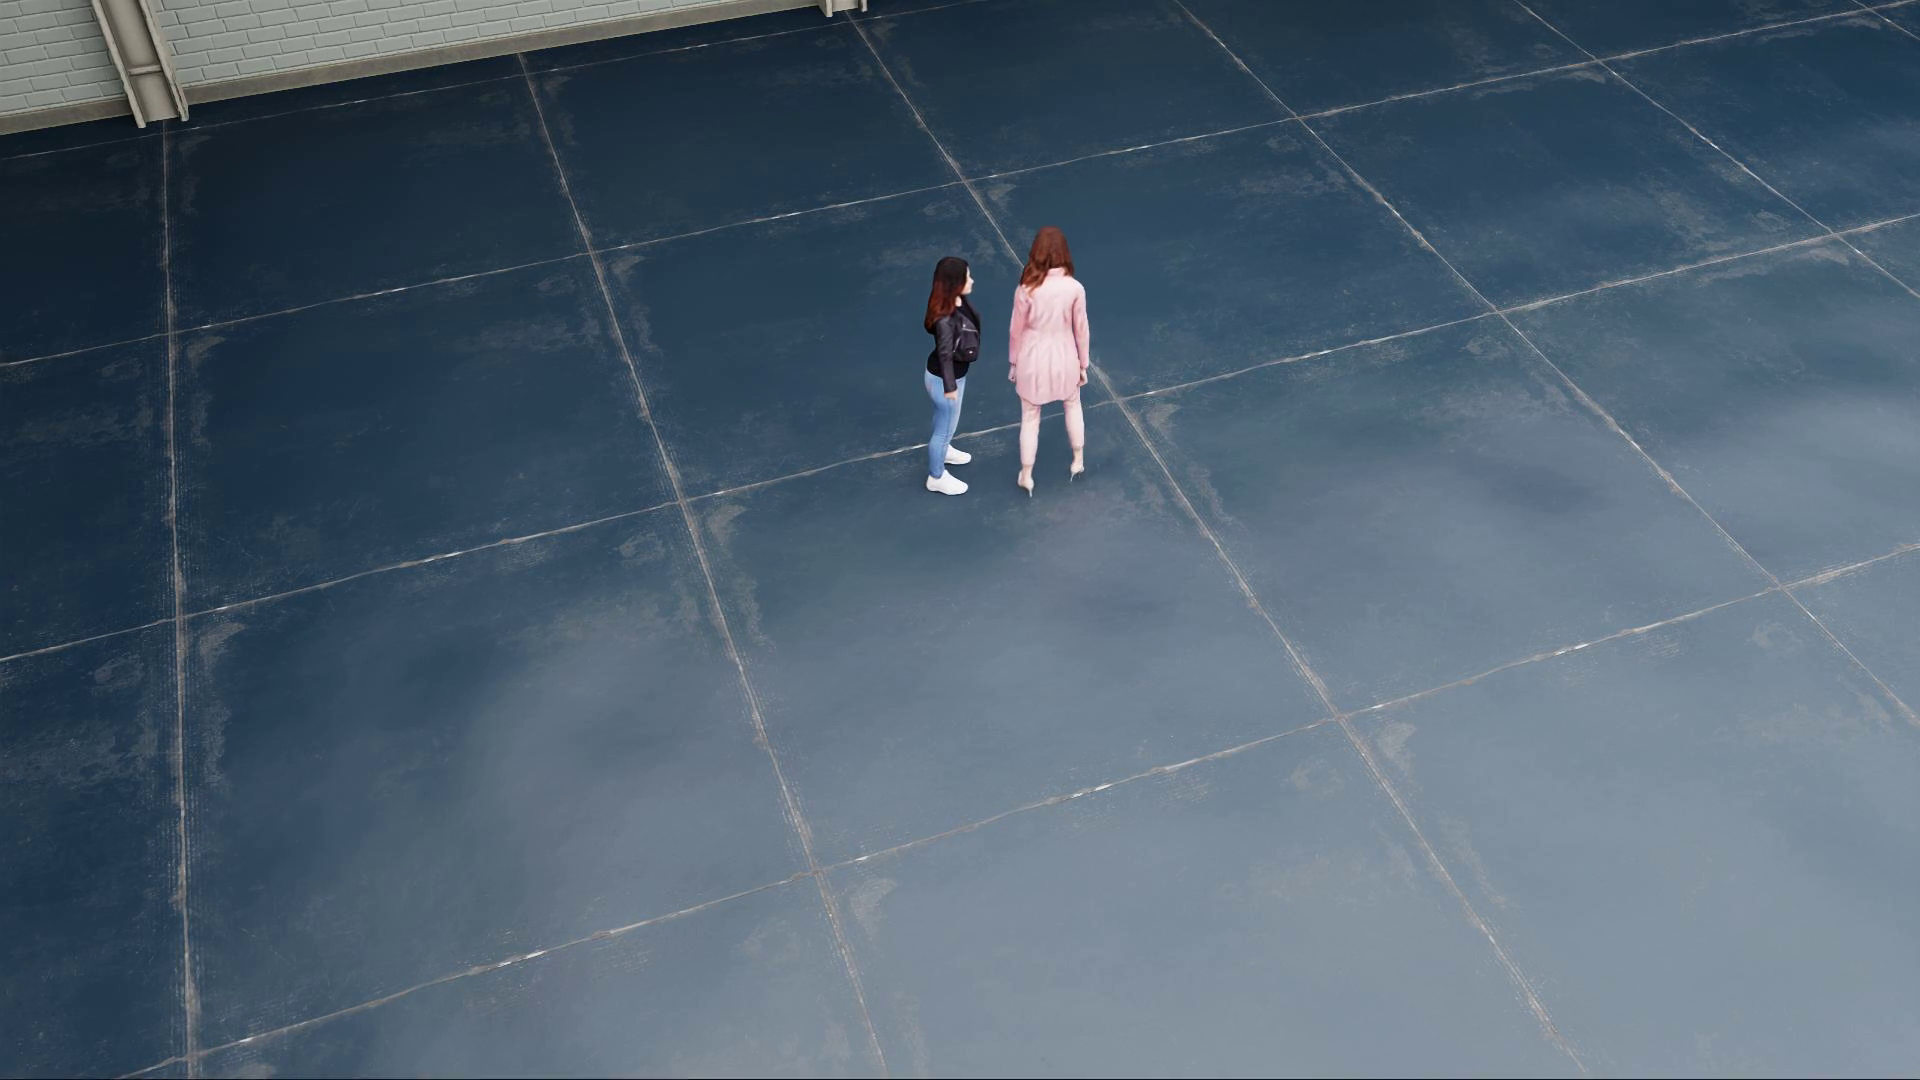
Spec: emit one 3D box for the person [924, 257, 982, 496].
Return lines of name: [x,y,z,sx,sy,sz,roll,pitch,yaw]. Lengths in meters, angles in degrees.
person: [-0.070,-1.013,10.107,0.703,1.628,0.709,4,43,4]

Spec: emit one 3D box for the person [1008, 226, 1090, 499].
person: [0.544,-1.037,10.019,0.671,1.784,0.791,-3,43,-3]
